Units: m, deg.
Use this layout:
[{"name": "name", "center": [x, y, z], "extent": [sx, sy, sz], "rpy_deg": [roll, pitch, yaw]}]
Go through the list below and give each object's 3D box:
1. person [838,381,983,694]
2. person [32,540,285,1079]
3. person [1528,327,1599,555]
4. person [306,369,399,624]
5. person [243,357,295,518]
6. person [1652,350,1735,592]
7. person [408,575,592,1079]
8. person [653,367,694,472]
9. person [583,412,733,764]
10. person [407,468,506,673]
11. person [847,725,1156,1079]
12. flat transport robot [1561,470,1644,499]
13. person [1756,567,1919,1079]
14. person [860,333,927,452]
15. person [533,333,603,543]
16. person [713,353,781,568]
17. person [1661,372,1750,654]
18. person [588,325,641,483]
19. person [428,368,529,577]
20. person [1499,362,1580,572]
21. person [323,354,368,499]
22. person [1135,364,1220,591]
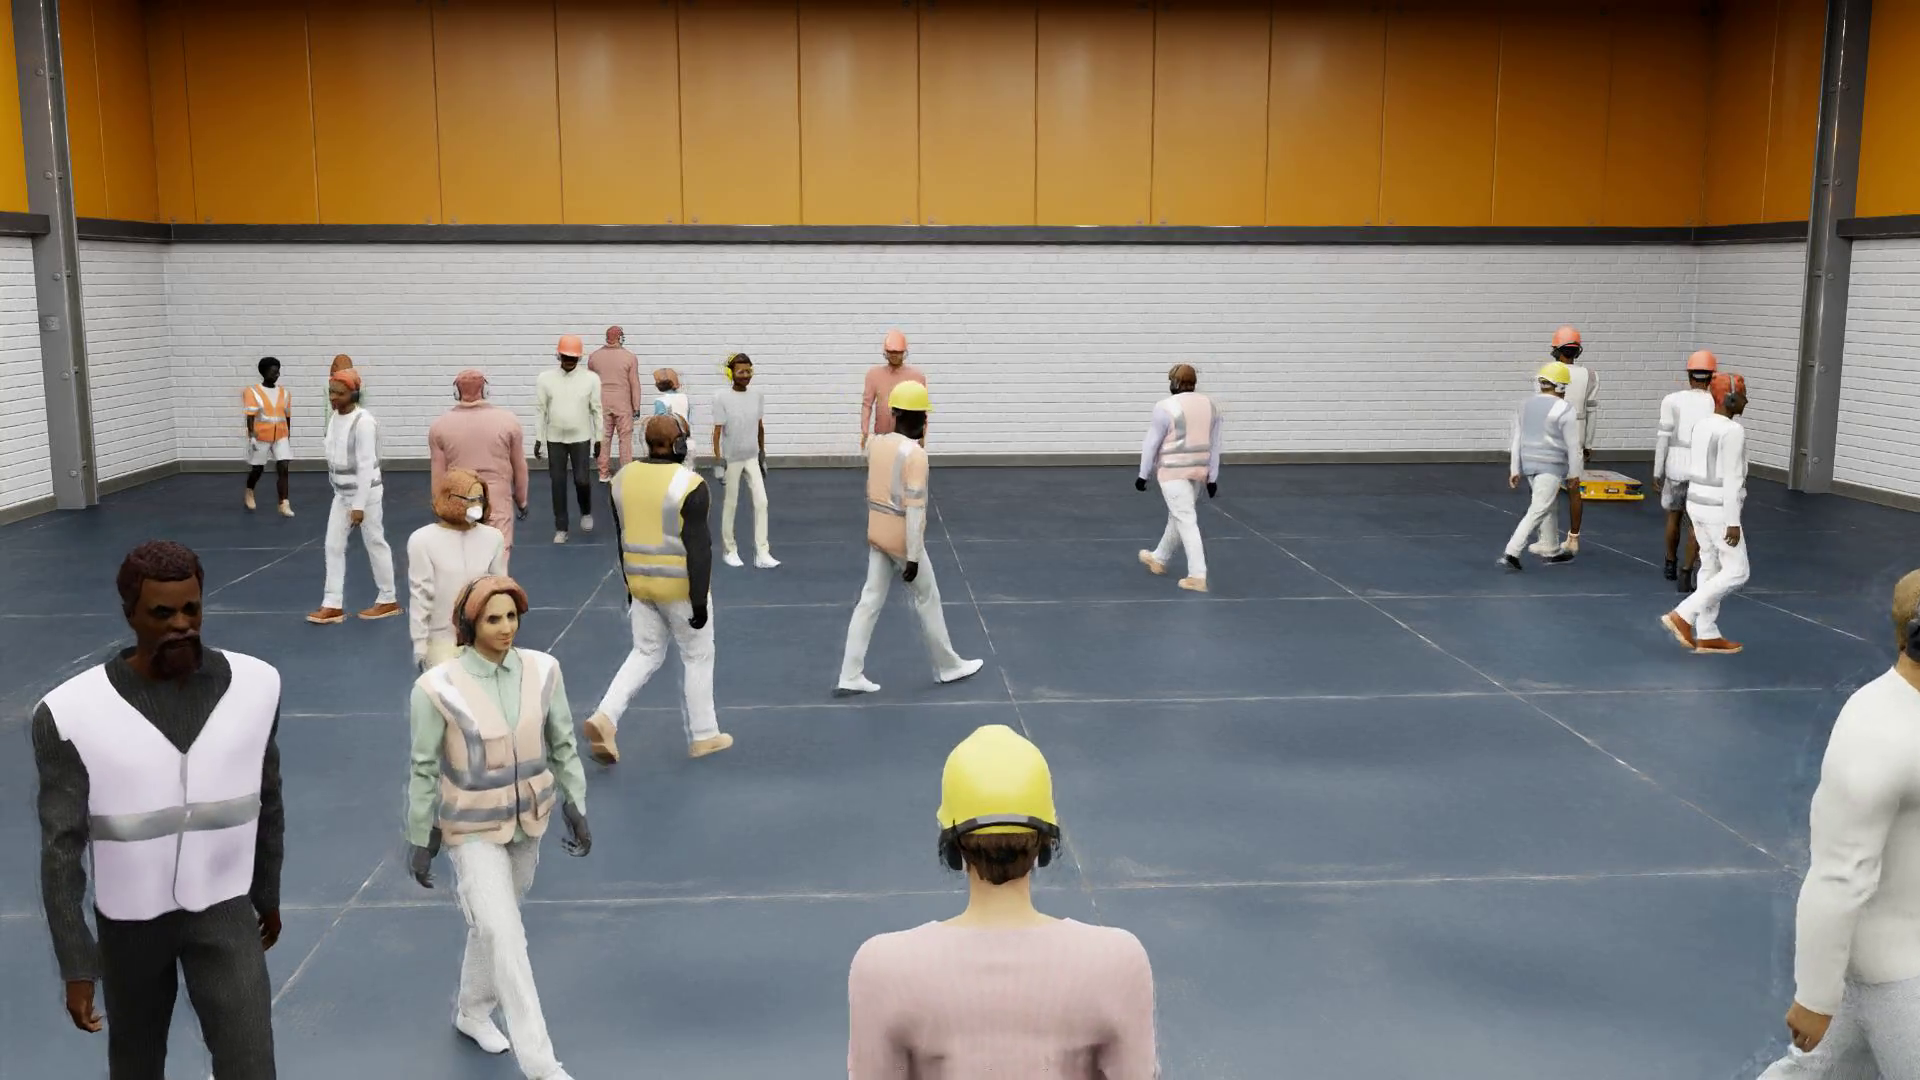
[{"name": "person", "center": [-0.337, -0.016, 9.976], "extent": [0.985, 1.875, 0.609], "rpy_deg": [-7, 11, -36]}, {"name": "person", "center": [-1.925, 0.925, 4.113], "extent": [0.604, 1.860, 1.034], "rpy_deg": [-8, 12, -41]}, {"name": "person", "center": [5.365, -0.878, 14.862], "extent": [0.614, 2.042, 0.373], "rpy_deg": [-2, 9, -10]}, {"name": "person", "center": [-4.355, -0.299, 11.856], "extent": [0.604, 1.838, 0.791], "rpy_deg": [7, 11, 36]}, {"name": "person", "center": [-7.227, -1.080, 17.303], "extent": [0.762, 1.670, 0.535], "rpy_deg": [9, 12, 43]}, {"name": "person", "center": [5.892, -0.568, 13.360], "extent": [0.579, 1.893, 0.916], "rpy_deg": [4, 10, 23]}, {"name": "person", "center": [-1.382, 0.895, 5.110], "extent": [0.848, 1.586, 0.538], "rpy_deg": [8, 12, 42]}, {"name": "person", "center": [-2.751, -0.845, 15.954], "extent": [0.408, 1.616, 0.545], "rpy_deg": [6, 11, 34]}, {"name": "person", "center": [-1.549, 0.257, 8.492], "extent": [0.625, 1.821, 0.774], "rpy_deg": [6, 11, 31]}, {"name": "person", "center": [-2.358, 0.460, 7.775], "extent": [0.516, 1.614, 0.453], "rpy_deg": [-9, 13, -44]}, {"name": "person", "center": [0.073, 1.202, 2.758], "extent": [0.539, 1.749, 0.632], "rpy_deg": [0, 9, -1]}, {"name": "flat transport robot", "center": [7.222, -0.639, 18.911], "extent": [0.652, 0.197, 1.431], "rpy_deg": [1, 9, 5]}, {"name": "person", "center": [2.175, 0.963, 3.831], "extent": [1.041, 1.890, 0.637], "rpy_deg": [8, 12, 43]}, {"name": "person", "center": [-0.648, -1.040, 16.197], "extent": [0.614, 1.935, 1.062], "rpy_deg": [2, 9, 11]}, {"name": "person", "center": [-3.674, -0.957, 15.610], "extent": [0.631, 1.967, 0.537], "rpy_deg": [-1, 9, -4]}, {"name": "person", "center": [-1.805, -0.652, 14.091], "extent": [0.573, 1.832, 0.815], "rpy_deg": [-6, 11, -34]}, {"name": "person", "center": [4.920, -0.160, 10.892], "extent": [0.473, 1.870, 0.613], "rpy_deg": [0, 9, 0]}, {"name": "person", "center": [-4.123, -1.621, 19.988], "extent": [0.643, 1.903, 0.402], "rpy_deg": [2, 9, 11]}, {"name": "person", "center": [-3.326, -0.261, 11.532], "extent": [0.635, 1.870, 0.960], "rpy_deg": [-1, 9, -9]}, {"name": "person", "center": [4.909, -0.612, 14.055], "extent": [0.930, 1.788, 0.584], "rpy_deg": [-4, 10, -24]}, {"name": "person", "center": [-6.771, -1.230, 18.358], "extent": [0.267, 1.632, 0.509], "rpy_deg": [8, 12, 41]}, {"name": "person", "center": [1.724, -0.524, 13.455], "extent": [0.626, 1.783, 0.989], "rpy_deg": [-7, 11, -36]}]
